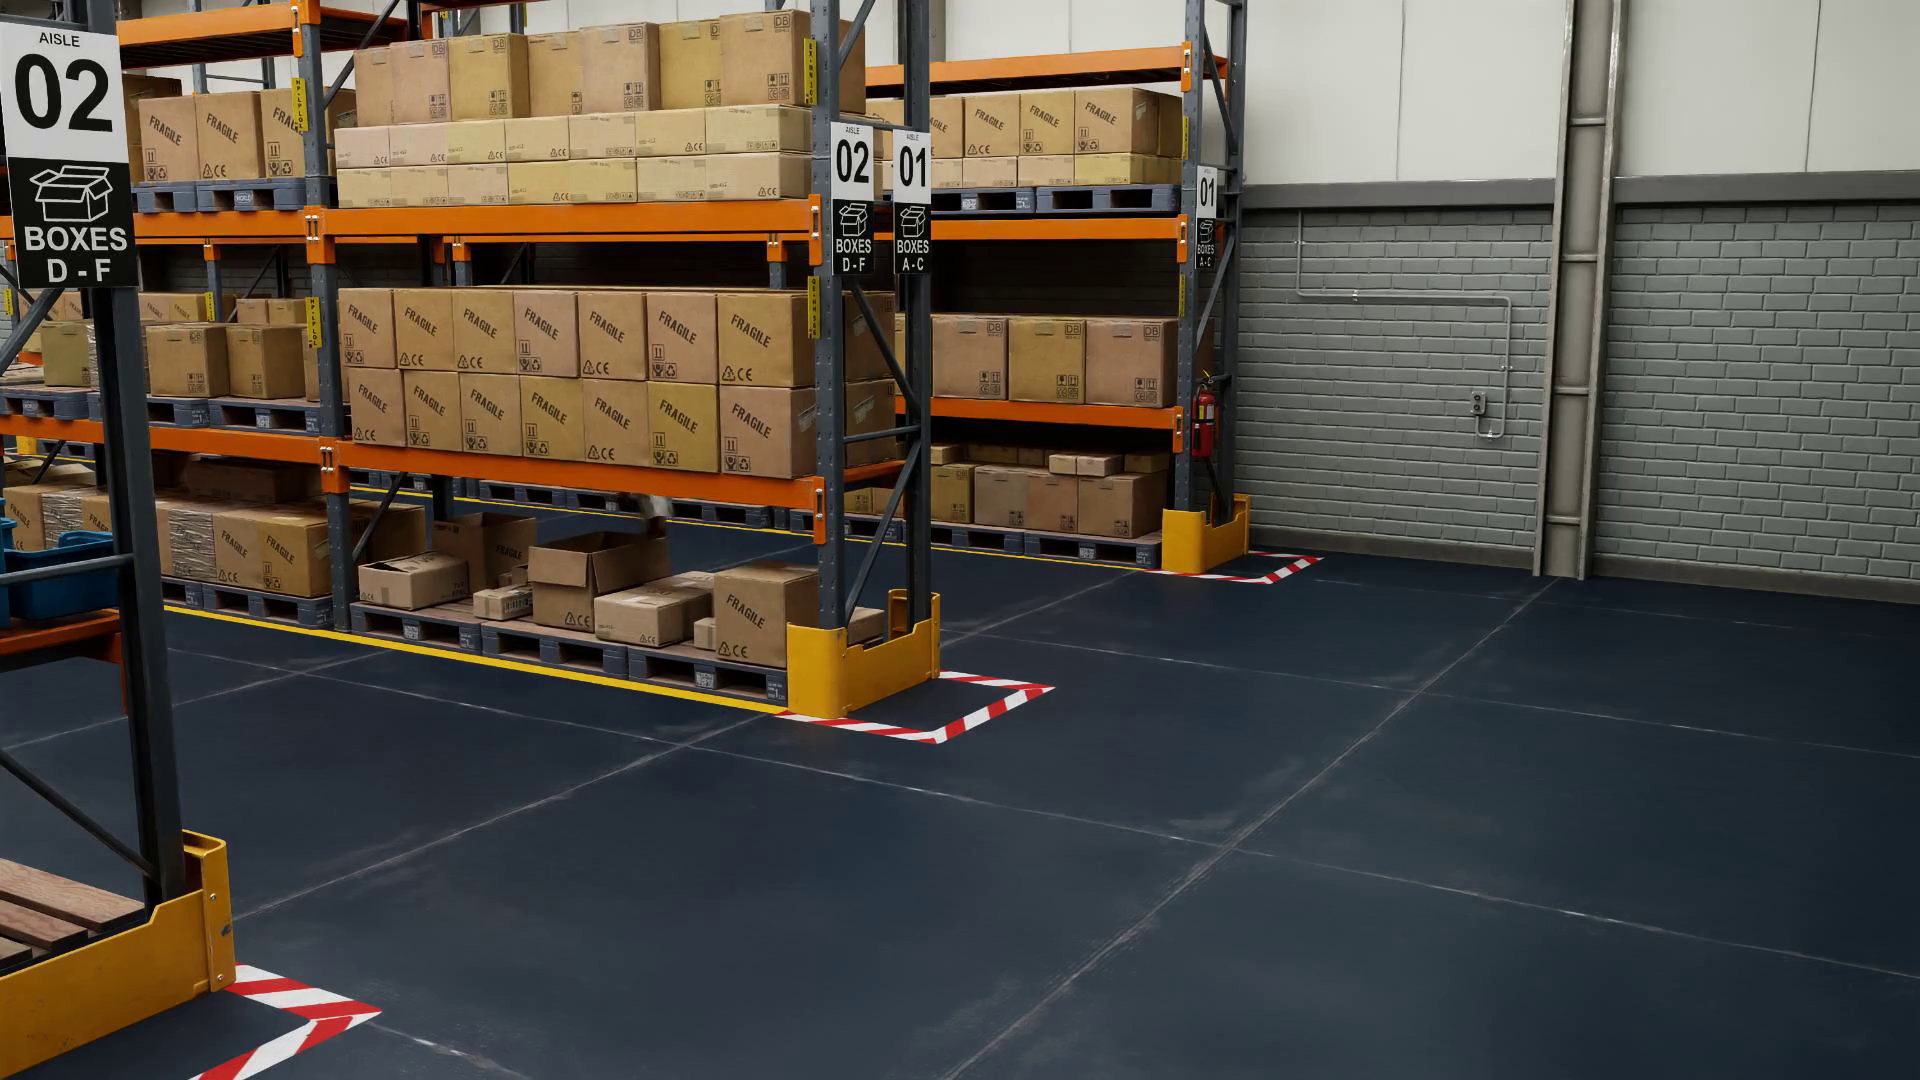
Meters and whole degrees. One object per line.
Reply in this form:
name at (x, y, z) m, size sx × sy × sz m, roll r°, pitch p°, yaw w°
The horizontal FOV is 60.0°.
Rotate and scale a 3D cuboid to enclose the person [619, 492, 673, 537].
person at (-2.115, -0.449, 11.944) m, size 0.771 × 1.910 × 0.564 m, roll 7°, pitch 12°, yaw 34°
